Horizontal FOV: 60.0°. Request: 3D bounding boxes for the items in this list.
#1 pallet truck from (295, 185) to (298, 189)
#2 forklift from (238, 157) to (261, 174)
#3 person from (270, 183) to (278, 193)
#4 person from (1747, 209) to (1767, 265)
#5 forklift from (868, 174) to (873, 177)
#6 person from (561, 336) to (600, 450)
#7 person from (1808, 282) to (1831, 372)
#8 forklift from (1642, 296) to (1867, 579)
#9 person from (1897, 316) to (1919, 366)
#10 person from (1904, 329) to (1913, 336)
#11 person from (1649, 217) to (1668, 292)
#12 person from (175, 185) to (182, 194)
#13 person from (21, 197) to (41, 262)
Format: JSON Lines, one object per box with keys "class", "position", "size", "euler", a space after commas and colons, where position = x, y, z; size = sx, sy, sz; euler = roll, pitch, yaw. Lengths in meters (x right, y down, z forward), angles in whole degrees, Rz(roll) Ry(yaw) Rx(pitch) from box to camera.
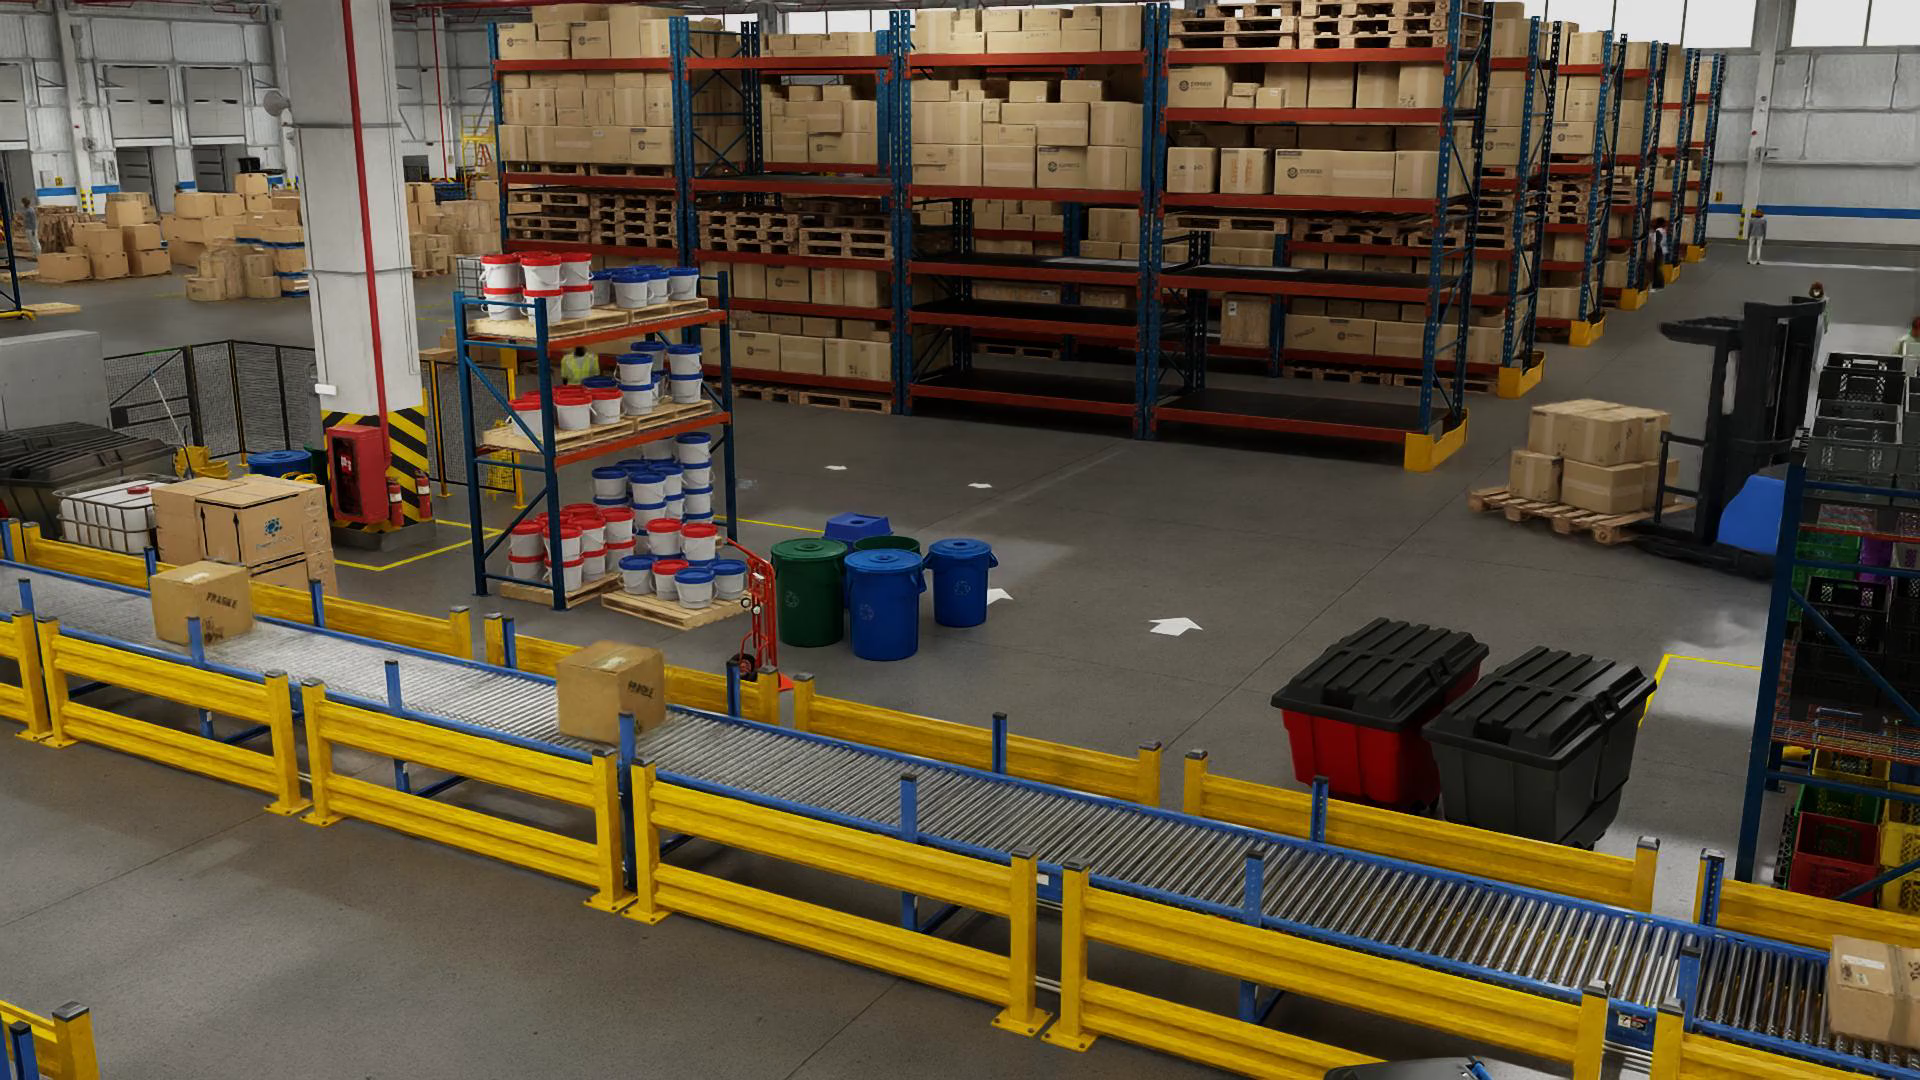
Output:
{"class": "pallet truck", "position": [-26.804, -14.617, 69.738], "size": [1.885, 1.965, 0.823], "euler": [-14, 20, -42]}
{"class": "forklift", "position": [-24.311, -11.728, 57.189], "size": [1.873, 2.768, 1.129], "euler": [1, 15, 3]}
{"class": "person", "position": [-24.162, -11.616, 58.638], "size": [0.657, 1.892, 0.917], "euler": [-2, 15, -7]}
{"class": "person", "position": [23.512, -8.942, 49.094], "size": [0.507, 1.636, 0.273], "euler": [9, 17, 30]}
{"class": "forklift", "position": [-3.133, -13.788, 64.933], "size": [1.129, 2.768, 1.873], "euler": [2, 15, 9]}
{"class": "person", "position": [-5.241, -2.037, 23.046], "size": [0.542, 1.687, 0.363], "euler": [-4, 15, -15]}
{"class": "person", "position": [15.328, -3.820, 29.907], "size": [0.521, 1.597, 0.777], "euler": [7, 16, 24]}
{"class": "forklift", "position": [8.376, -1.092, 17.207], "size": [1.129, 2.768, 1.873], "euler": [-10, 18, -32]}
{"class": "person", "position": [13.577, -2.337, 23.945], "size": [0.587, 1.819, 0.713], "euler": [-10, 18, -33]}
{"class": "person", "position": [19.031, -4.594, 32.589], "size": [0.778, 1.727, 0.561], "euler": [3, 15, 9]}
{"class": "person", "position": [17.784, -7.237, 42.252], "size": [0.375, 1.875, 0.687], "euler": [9, 17, 31]}
{"class": "person", "position": [-27.896, -11.810, 59.564], "size": [0.420, 1.803, 0.706], "euler": [1, 15, 4]}
{"class": "person", "position": [-27.865, -9.308, 49.901], "size": [0.372, 1.936, 0.629], "euler": [-13, 19, -40]}
